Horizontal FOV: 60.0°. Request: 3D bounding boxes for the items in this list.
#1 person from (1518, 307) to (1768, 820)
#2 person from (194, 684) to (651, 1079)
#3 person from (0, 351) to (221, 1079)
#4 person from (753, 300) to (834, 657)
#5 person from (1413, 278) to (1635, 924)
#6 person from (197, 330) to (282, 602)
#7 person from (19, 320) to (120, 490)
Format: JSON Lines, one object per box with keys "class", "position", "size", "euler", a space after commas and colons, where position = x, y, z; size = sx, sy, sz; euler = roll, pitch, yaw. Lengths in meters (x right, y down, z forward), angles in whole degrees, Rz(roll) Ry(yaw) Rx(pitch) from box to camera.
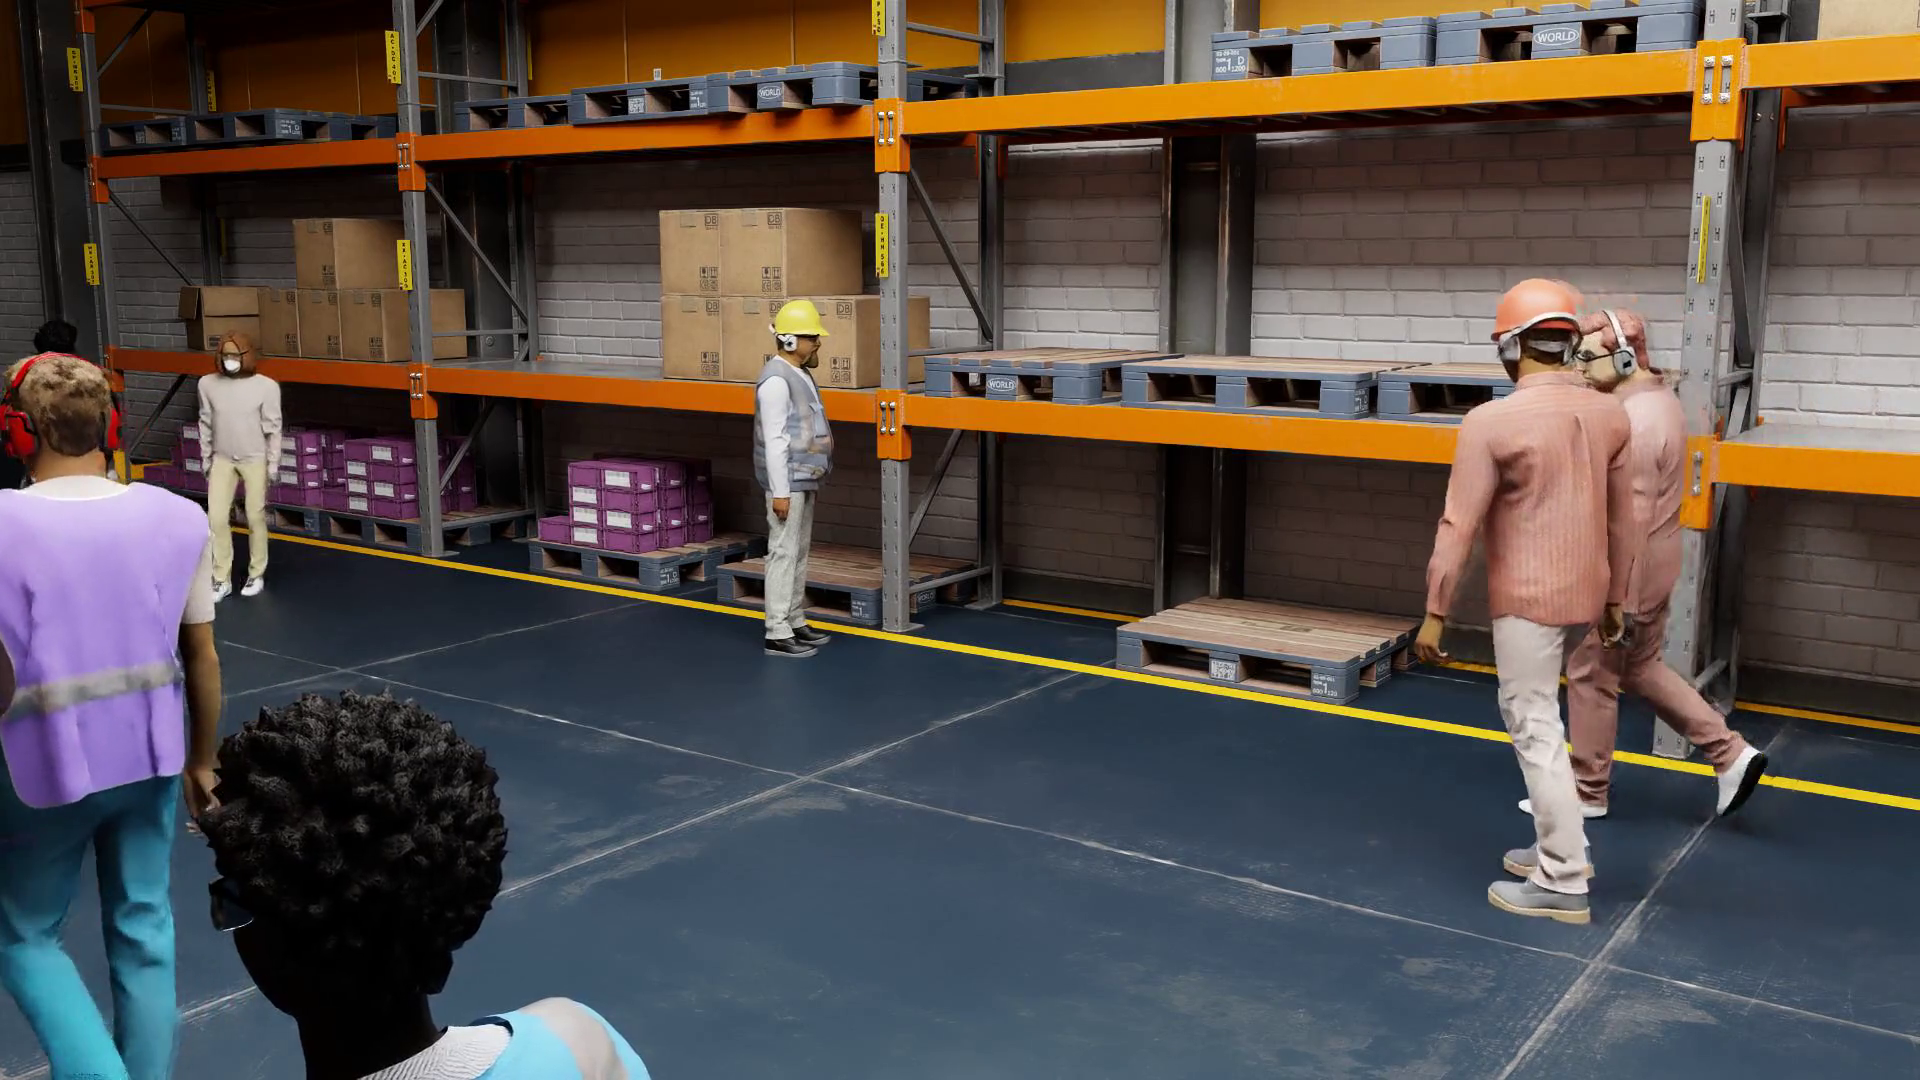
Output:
{"class": "person", "position": [2.413, 0.127, 5.802], "size": [0.740, 1.866, 0.726], "euler": [5, 11, 30]}
{"class": "person", "position": [-0.458, 0.954, 1.377], "size": [0.315, 1.696, 0.541], "euler": [5, 11, 27]}
{"class": "person", "position": [-1.870, 0.517, 3.568], "size": [0.436, 1.832, 0.598], "euler": [8, 13, 41]}
{"class": "person", "position": [-0.850, -0.315, 8.574], "size": [0.403, 1.824, 0.595], "euler": [2, 10, 9]}
{"class": "person", "position": [1.760, 0.192, 5.108], "size": [0.649, 1.961, 0.514], "euler": [-7, 12, -36]}
{"class": "person", "position": [-4.291, -0.436, 9.883], "size": [0.518, 1.605, 0.614], "euler": [-1, 10, -4]}
{"class": "person", "position": [-5.027, -0.387, 9.364], "size": [0.553, 1.695, 0.321], "euler": [0, 10, -2]}
